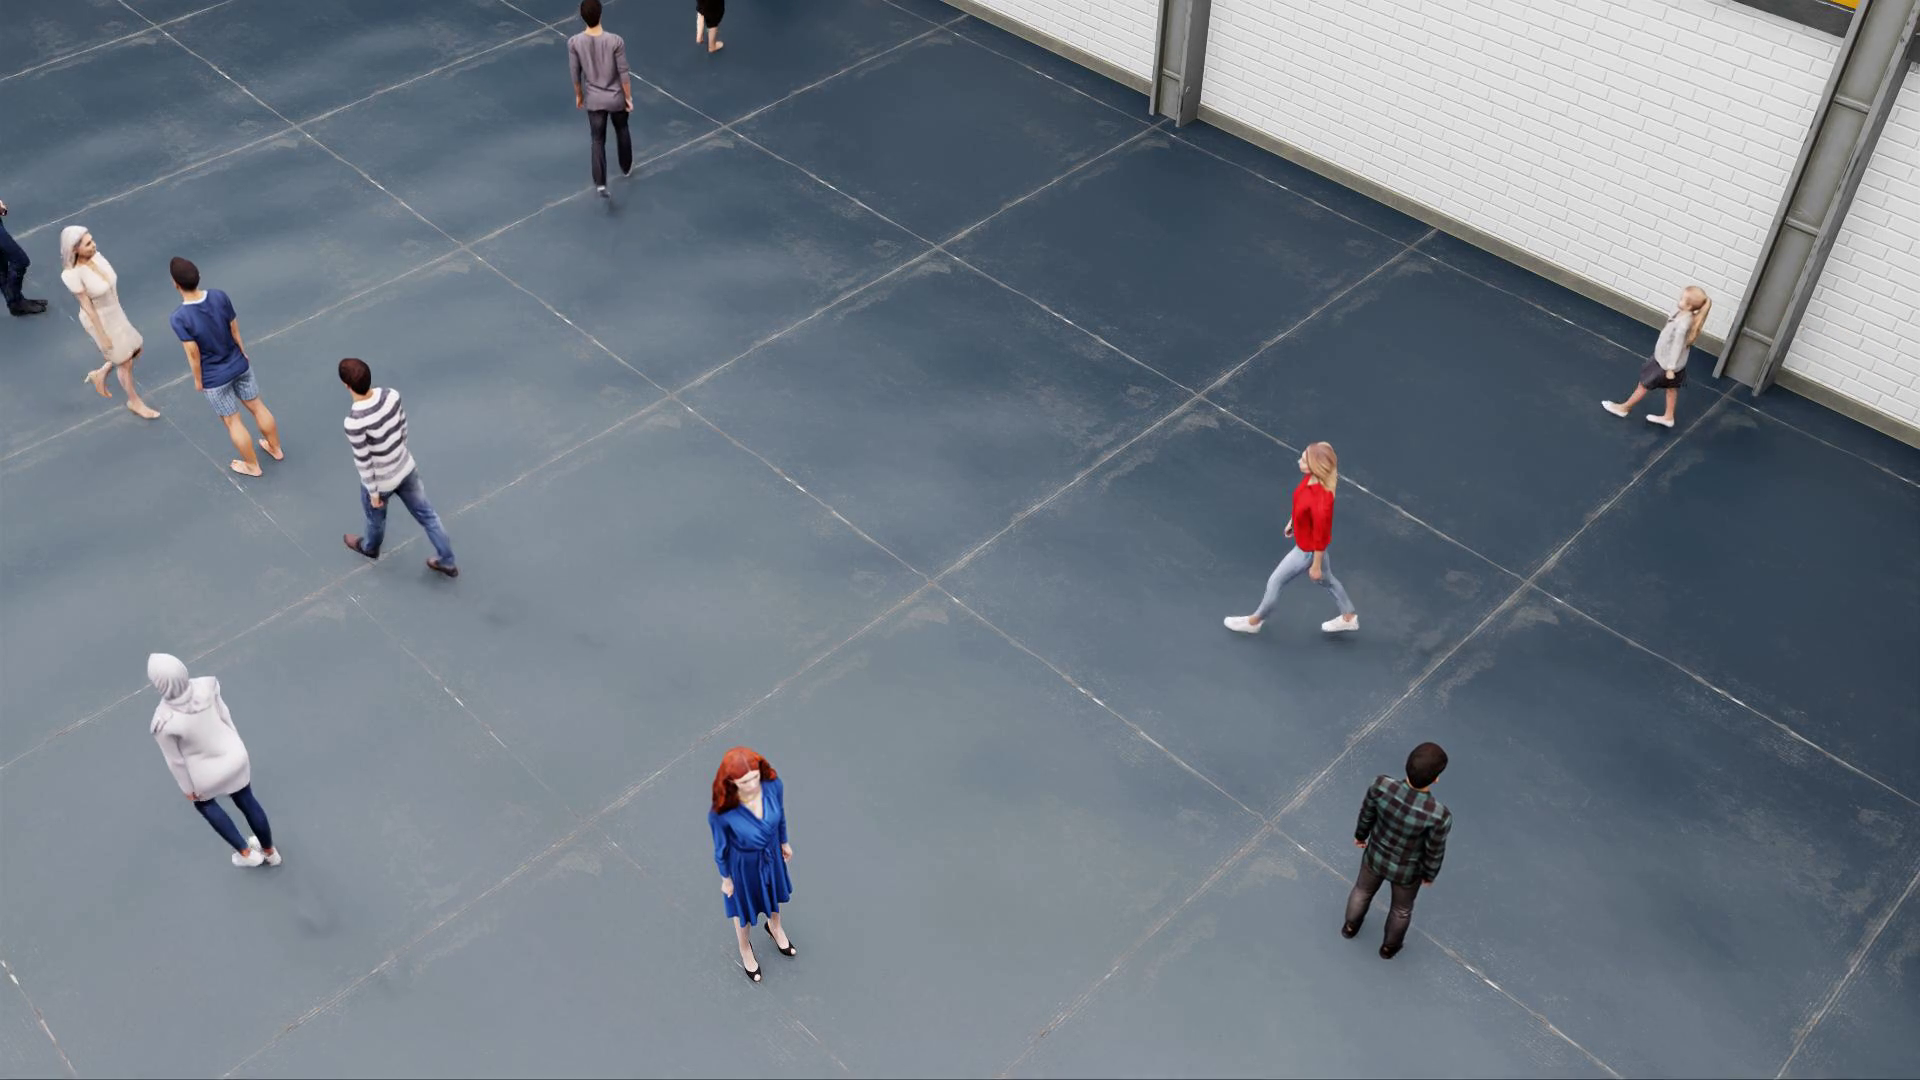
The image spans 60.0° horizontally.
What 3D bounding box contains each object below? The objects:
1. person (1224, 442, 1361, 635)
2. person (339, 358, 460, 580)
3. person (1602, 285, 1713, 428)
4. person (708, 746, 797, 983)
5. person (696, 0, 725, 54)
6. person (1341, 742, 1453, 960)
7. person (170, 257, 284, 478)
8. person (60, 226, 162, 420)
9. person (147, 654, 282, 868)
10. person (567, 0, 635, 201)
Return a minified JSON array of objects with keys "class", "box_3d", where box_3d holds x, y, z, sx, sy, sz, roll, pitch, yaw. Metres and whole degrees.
[{"class":"person","box_3d":[2.367,0.050,10.890,1.219,1.660,1.079,5,44,6]},{"class":"person","box_3d":[-3.788,-0.416,11.271,1.184,1.809,0.871,22,48,21]},{"class":"person","box_3d":[5.474,-1.369,12.673,0.809,1.255,0.604,25,49,24]},{"class":"person","box_3d":[-1.113,1.735,8.999,0.627,1.829,0.585,-30,51,-27]},{"class":"person","box_3d":[-2.652,-5.705,16.969,0.666,1.607,0.736,20,47,19]},{"class":"person","box_3d":[2.413,1.721,9.183,0.532,1.707,0.744,26,50,25]},{"class":"person","box_3d":[-5.365,-1.252,12.120,0.613,1.849,0.651,26,49,24]},{"class":"person","box_3d":[-6.559,-1.623,12.603,0.923,1.719,0.844,5,44,5]},{"class":"person","box_3d":[-4.191,1.323,9.478,0.621,1.765,0.652,28,50,26]},{"class":"person","box_3d":[-3.209,-3.948,14.967,1.118,1.825,1.189,-1,44,-1]}]
